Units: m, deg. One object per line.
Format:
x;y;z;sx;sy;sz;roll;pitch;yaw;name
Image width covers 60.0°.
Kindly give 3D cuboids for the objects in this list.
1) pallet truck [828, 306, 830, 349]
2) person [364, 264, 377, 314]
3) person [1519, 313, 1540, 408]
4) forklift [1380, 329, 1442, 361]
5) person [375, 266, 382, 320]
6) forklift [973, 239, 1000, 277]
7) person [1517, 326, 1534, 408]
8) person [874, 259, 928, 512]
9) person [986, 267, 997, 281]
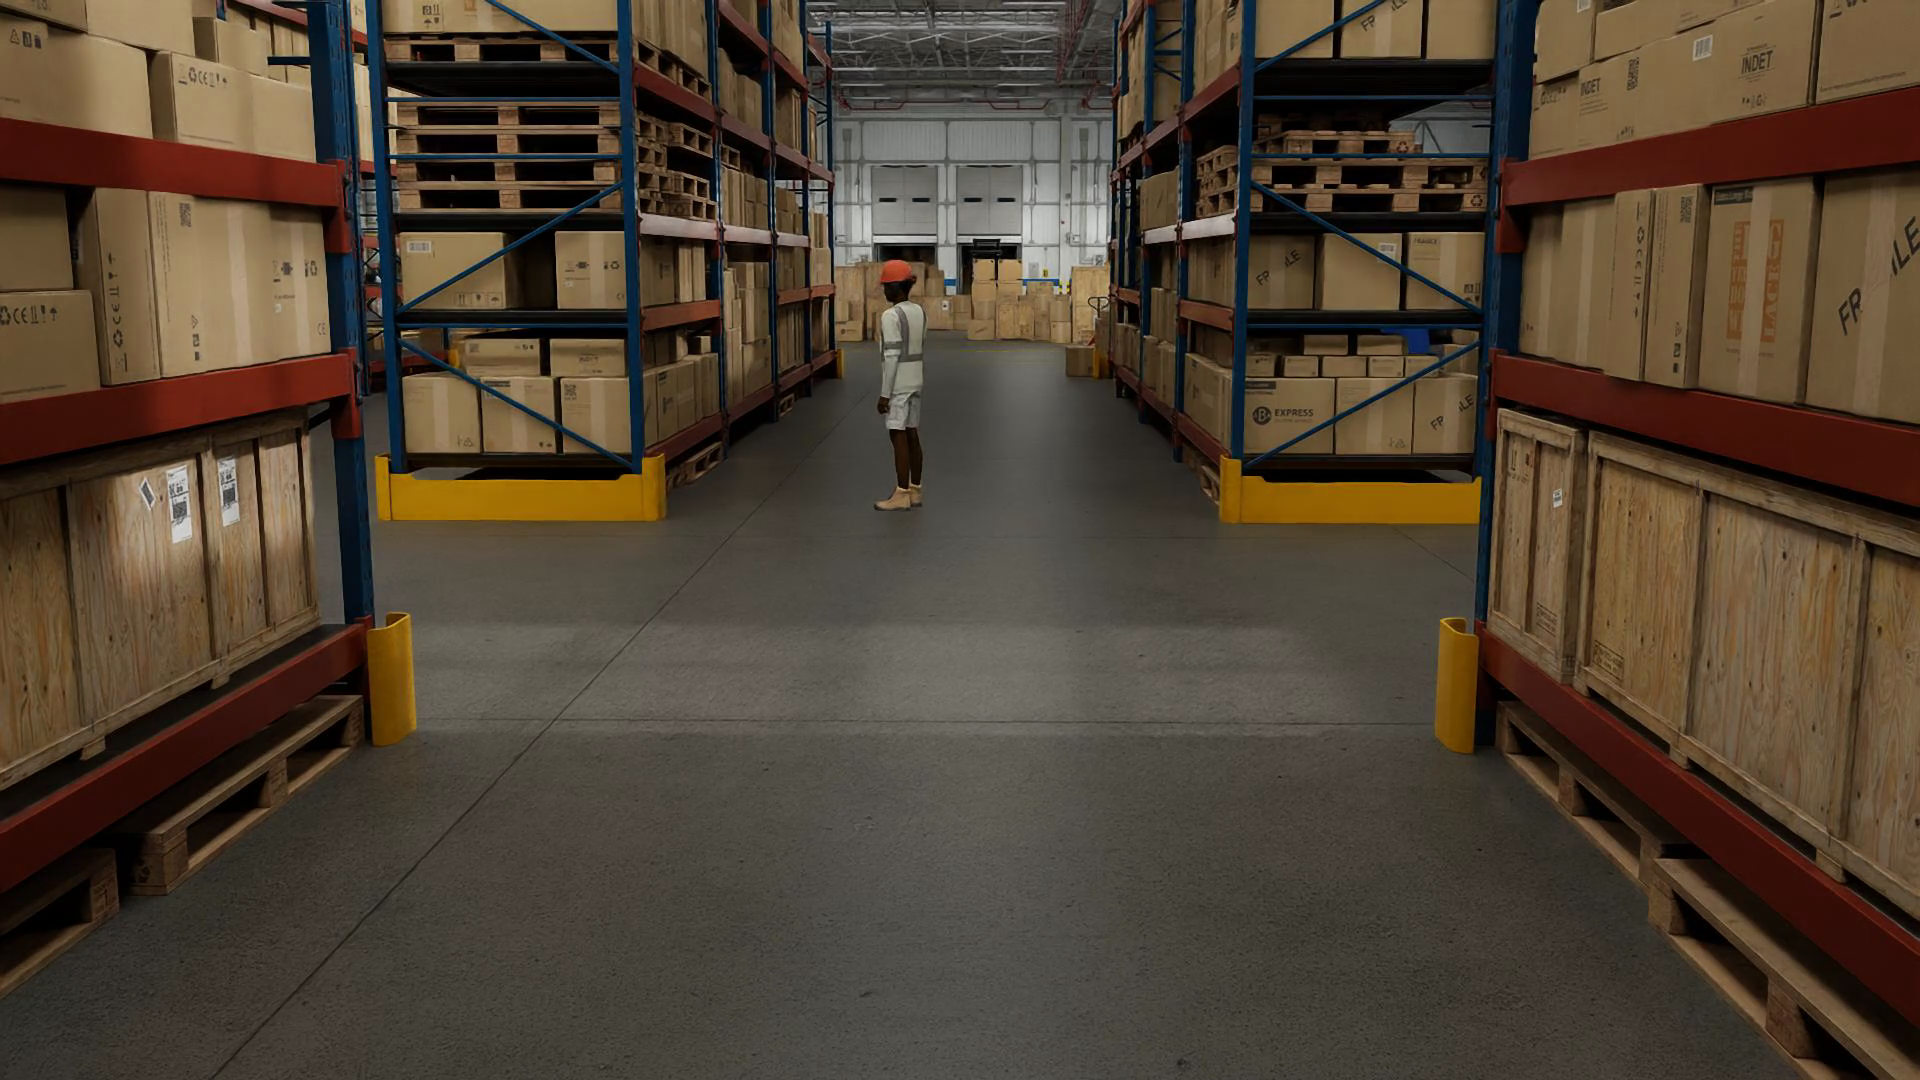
-3.100;-3.940;29.800;1.885;1.965;0.823;3;10;19;pallet truck
-23.159;-9.861;65.414;0.618;1.944;1.008;-8;12;-39;person
7.823;-2.664;22.241;0.641;1.959;0.904;1;10;6;person
8.433;-4.677;31.578;1.873;2.768;1.129;-9;13;-43;forklift
-20.589;-8.771;59.082;0.337;1.880;0.585;-3;10;-17;person
0.910;-8.900;56.875;1.129;2.768;1.873;0;9;1;forklift
6.411;-1.852;18.434;0.526;1.623;0.522;3;10;17;person
-0.495;-1.251;13.553;0.366;2.047;0.608;4;10;23;person
0.976;-8.314;56.268;0.831;1.920;0.640;-3;10;-18;person
